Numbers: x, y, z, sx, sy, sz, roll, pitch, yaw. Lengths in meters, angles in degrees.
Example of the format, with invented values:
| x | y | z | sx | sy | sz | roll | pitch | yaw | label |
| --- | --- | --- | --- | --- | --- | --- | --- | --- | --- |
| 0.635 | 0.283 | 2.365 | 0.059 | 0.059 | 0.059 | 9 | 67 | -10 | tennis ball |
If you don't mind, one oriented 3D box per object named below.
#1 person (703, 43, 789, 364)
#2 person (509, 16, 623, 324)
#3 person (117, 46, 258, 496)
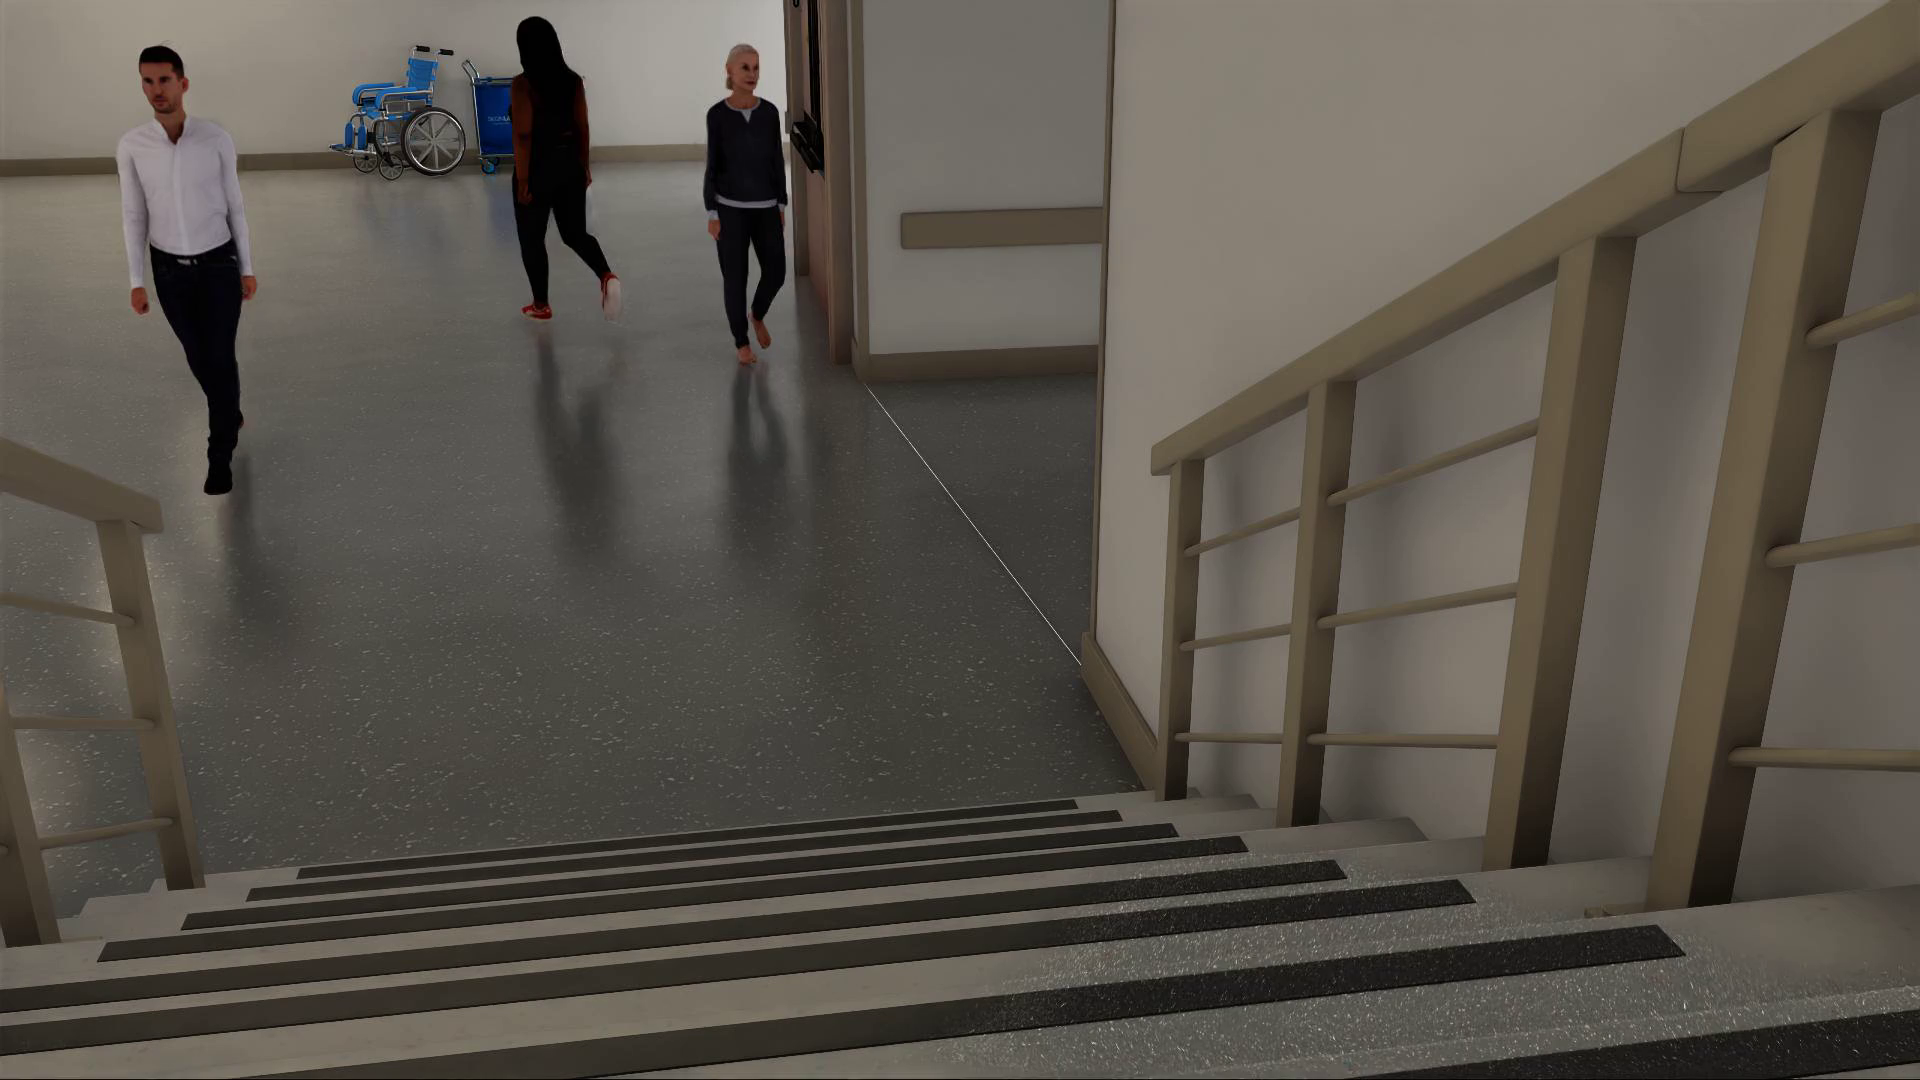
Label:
| x | y | z | sx | sy | sz | roll | pitch | yaw | label |
| --- | --- | --- | --- | --- | --- | --- | --- | --- | --- |
| -1.200 | -1.858 | 9.191 | 0.691 | 1.715 | 0.708 | -8 | 22 | -19 | person |
| -2.359 | -2.134 | 9.812 | 1.172 | 1.793 | 1.041 | 19 | 28 | 40 | person |
| -3.325 | -1.186 | 7.266 | 0.664 | 1.823 | 1.238 | -4 | 21 | -11 | person |
